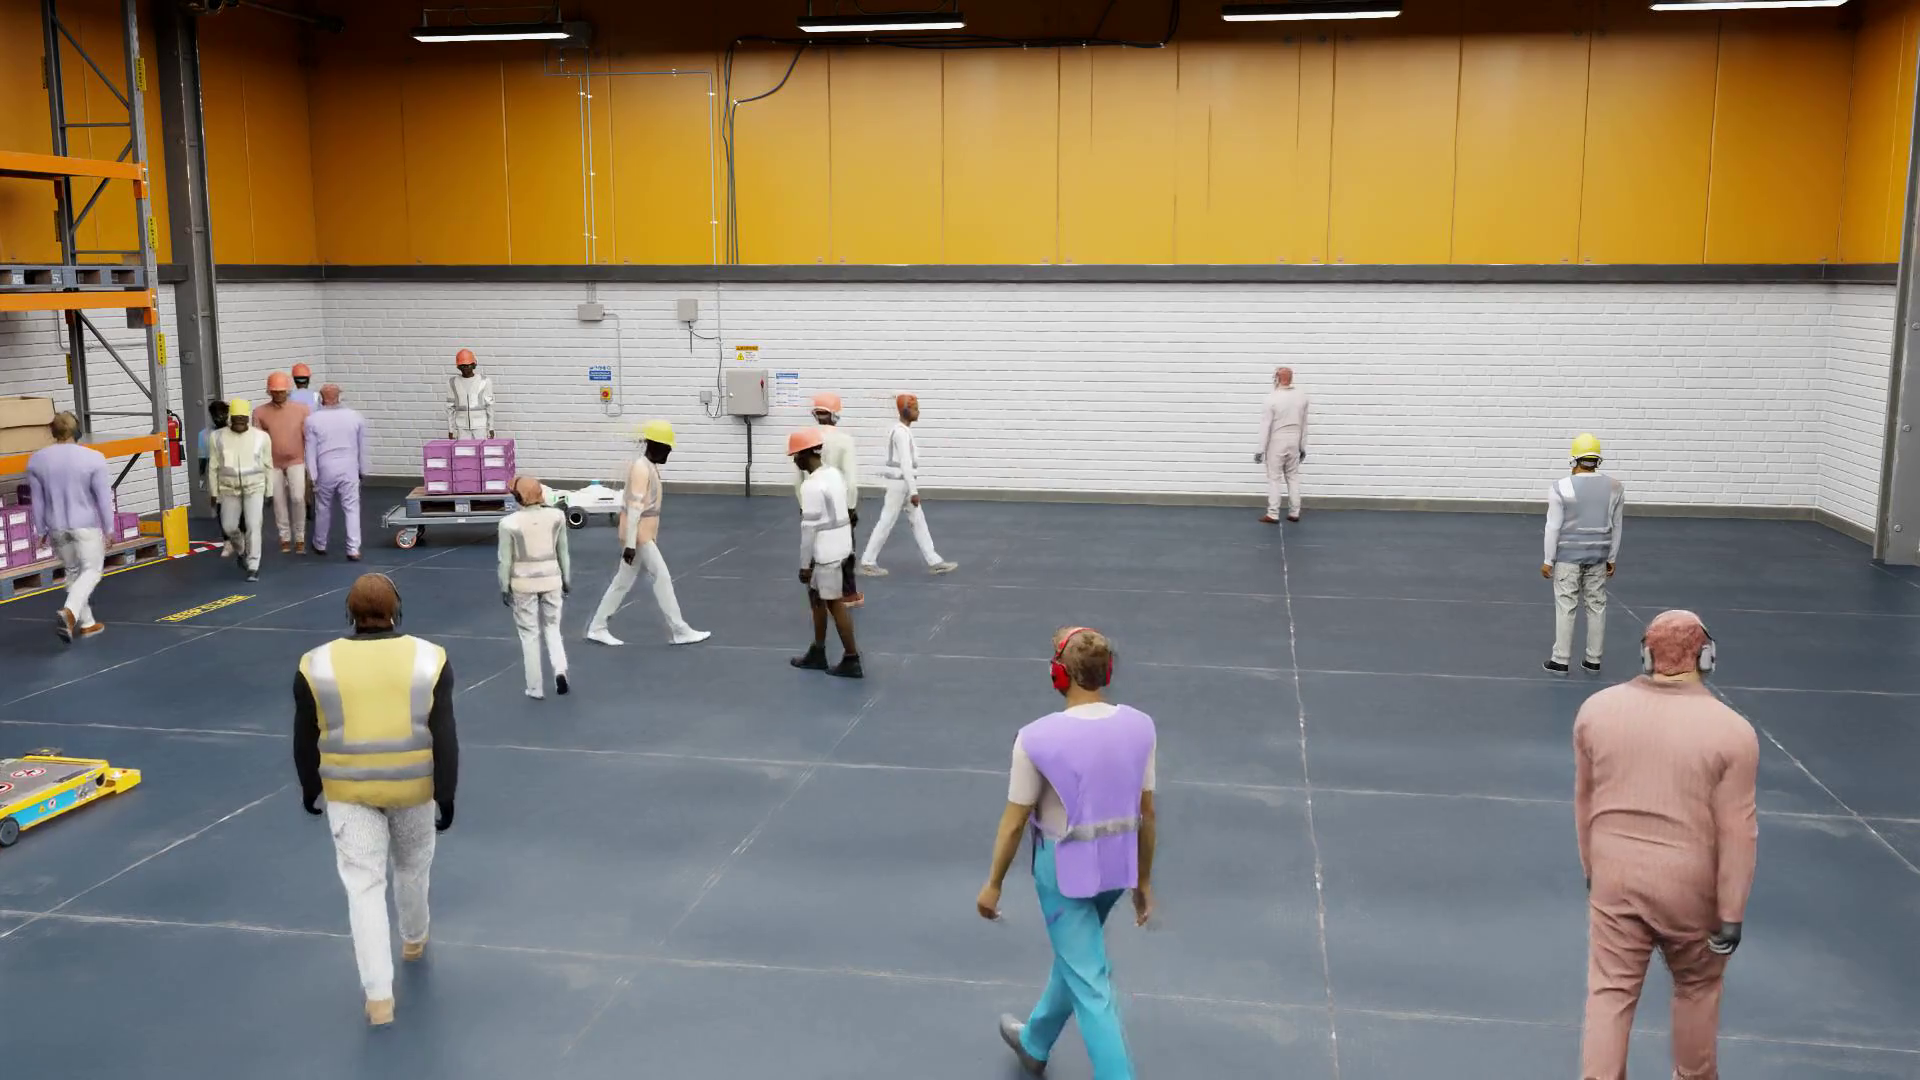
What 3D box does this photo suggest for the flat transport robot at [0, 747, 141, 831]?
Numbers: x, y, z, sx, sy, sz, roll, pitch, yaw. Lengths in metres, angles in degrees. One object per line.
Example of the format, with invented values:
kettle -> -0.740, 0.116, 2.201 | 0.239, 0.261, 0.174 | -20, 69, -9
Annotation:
flat transport robot -> -5.270, 1.435, 9.138 | 0.652, 0.197, 1.431 | 2, 9, 11

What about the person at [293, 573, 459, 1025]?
person -> -2.433, 1.021, 6.968 | 0.641, 1.792, 0.943 | -3, 10, -18

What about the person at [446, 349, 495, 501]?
person -> -6.463, -1.505, 21.952 | 0.613, 2.031, 0.402 | -1, 9, -6

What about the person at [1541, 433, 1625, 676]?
person -> 4.662, 0.113, 12.510 | 0.592, 1.833, 0.404 | -1, 9, -6

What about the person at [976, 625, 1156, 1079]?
person -> 0.391, 1.193, 5.921 | 0.590, 1.793, 0.967 | -6, 11, -34

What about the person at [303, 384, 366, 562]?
person -> -6.621, -0.721, 17.619 | 0.656, 1.851, 0.998 | -6, 11, -33

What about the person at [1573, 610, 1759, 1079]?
person -> 2.437, 1.183, 5.778 | 0.653, 1.870, 0.836 | 8, 12, 42

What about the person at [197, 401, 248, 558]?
person -> -7.805, -0.639, 17.656 | 0.535, 1.685, 0.364 | 0, 9, -1

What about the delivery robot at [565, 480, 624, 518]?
delivery robot -> -4.347, -0.479, 19.845 | 0.707, 0.478, 0.477 | -2, 9, -12

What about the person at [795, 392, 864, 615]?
person -> -1.137, -0.342, 14.893 | 0.646, 1.969, 0.807 | 3, 10, 20

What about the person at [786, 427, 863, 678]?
person -> -1.072, 0.102, 12.427 | 0.782, 1.883, 0.598 | 3, 10, 15

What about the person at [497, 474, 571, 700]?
person -> -2.993, 0.337, 11.752 | 0.530, 1.619, 0.390 | -6, 11, -33

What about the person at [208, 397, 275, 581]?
person -> -7.094, -0.518, 16.461 | 0.606, 1.814, 0.644 | -3, 10, -18

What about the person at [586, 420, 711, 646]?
person -> -2.580, -0.044, 13.443 | 0.998, 1.852, 0.627 | -2, 9, -9

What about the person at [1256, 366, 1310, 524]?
person -> 3.896, -1.148, 20.105 | 0.653, 1.906, 0.406 | -4, 10, -24

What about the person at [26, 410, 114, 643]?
person -> -7.248, -0.097, 13.560 | 0.639, 1.917, 0.797 | 0, 9, -3

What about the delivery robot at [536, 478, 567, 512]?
delivery robot -> -5.082, -0.497, 19.956 | 0.707, 0.478, 0.477 | 3, 9, 17

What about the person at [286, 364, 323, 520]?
person -> -8.111, -1.231, 20.630 | 0.556, 1.893, 0.962 | -4, 10, -22

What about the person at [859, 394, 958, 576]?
person -> -0.559, -0.536, 16.568 | 1.004, 1.828, 0.595 | 0, 9, 1

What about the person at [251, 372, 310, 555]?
person -> -7.255, -0.810, 17.804 | 0.647, 1.964, 0.752 | -3, 10, -19
